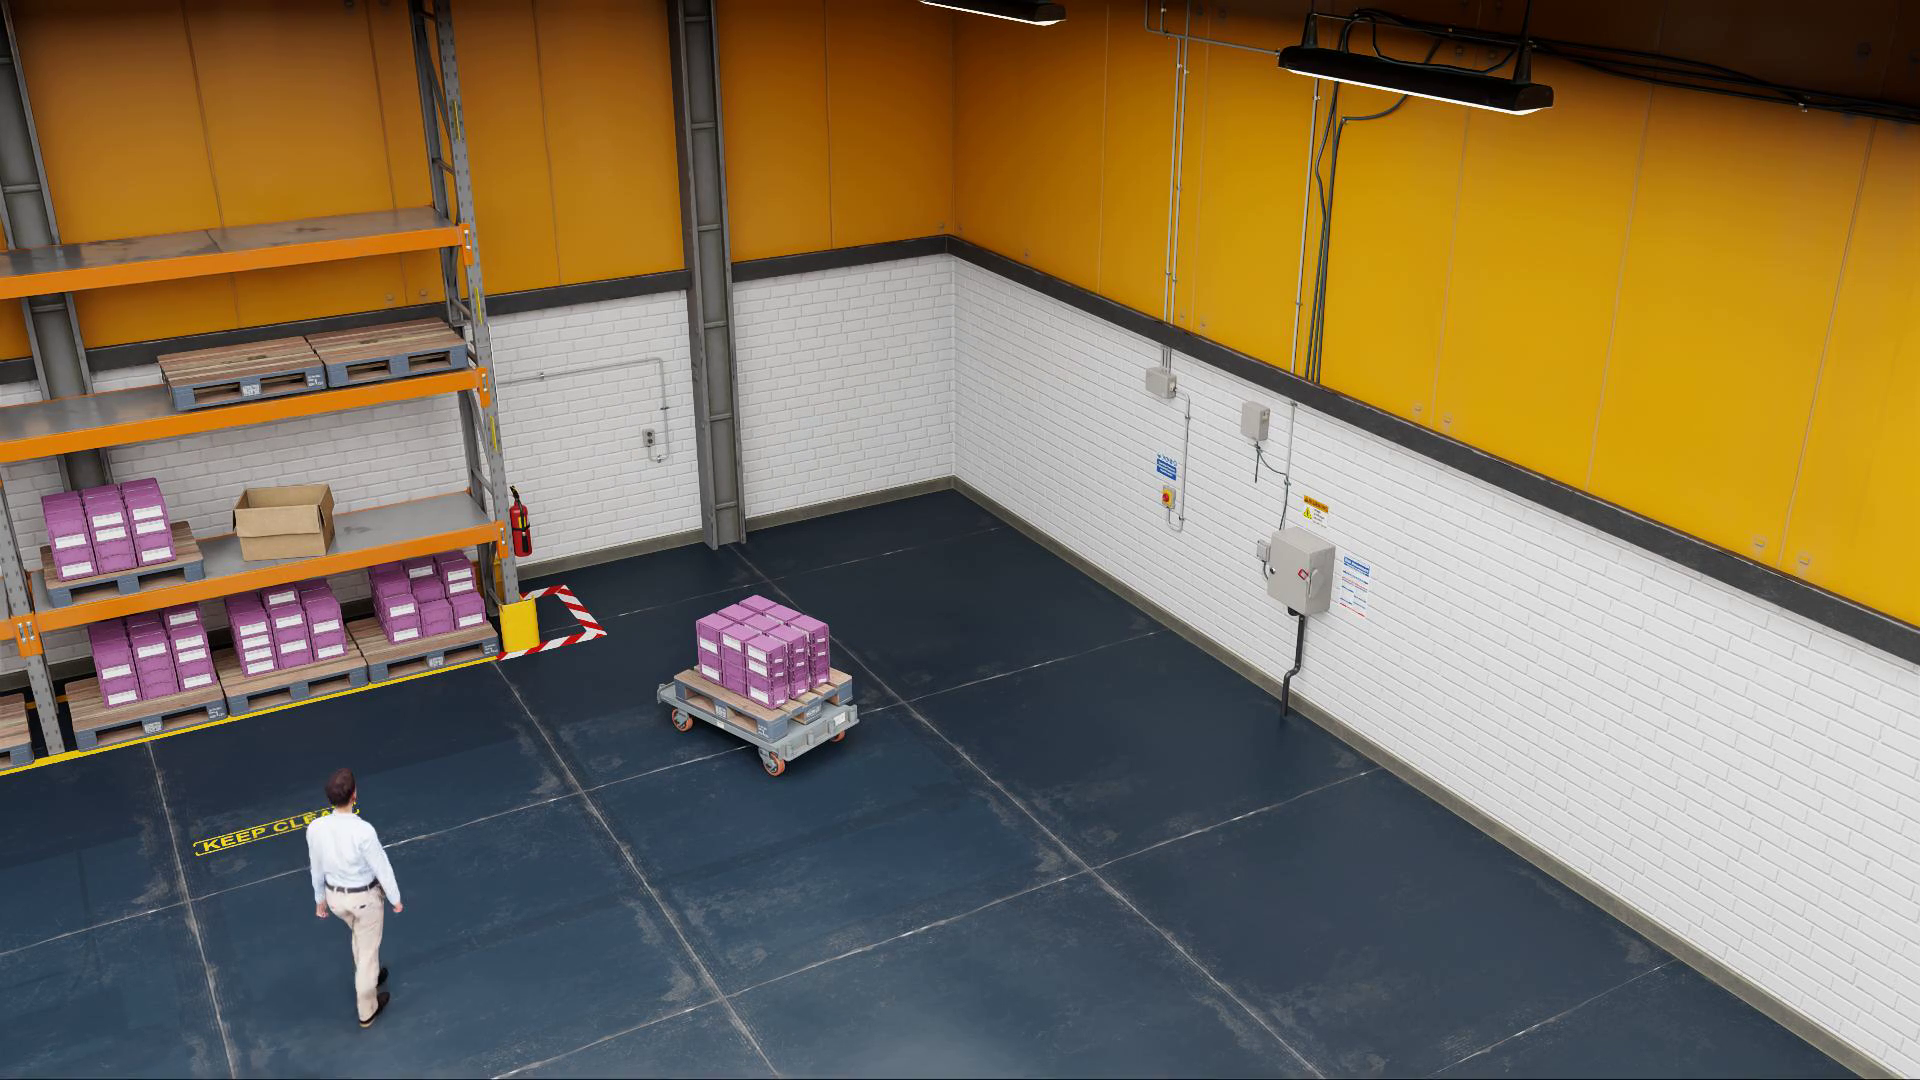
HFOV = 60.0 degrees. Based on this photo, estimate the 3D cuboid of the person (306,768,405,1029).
[{"bbox_3d":[-3.936,2.356,10.712,0.884,1.834,0.941,5,24,11],"label":"person"}]
